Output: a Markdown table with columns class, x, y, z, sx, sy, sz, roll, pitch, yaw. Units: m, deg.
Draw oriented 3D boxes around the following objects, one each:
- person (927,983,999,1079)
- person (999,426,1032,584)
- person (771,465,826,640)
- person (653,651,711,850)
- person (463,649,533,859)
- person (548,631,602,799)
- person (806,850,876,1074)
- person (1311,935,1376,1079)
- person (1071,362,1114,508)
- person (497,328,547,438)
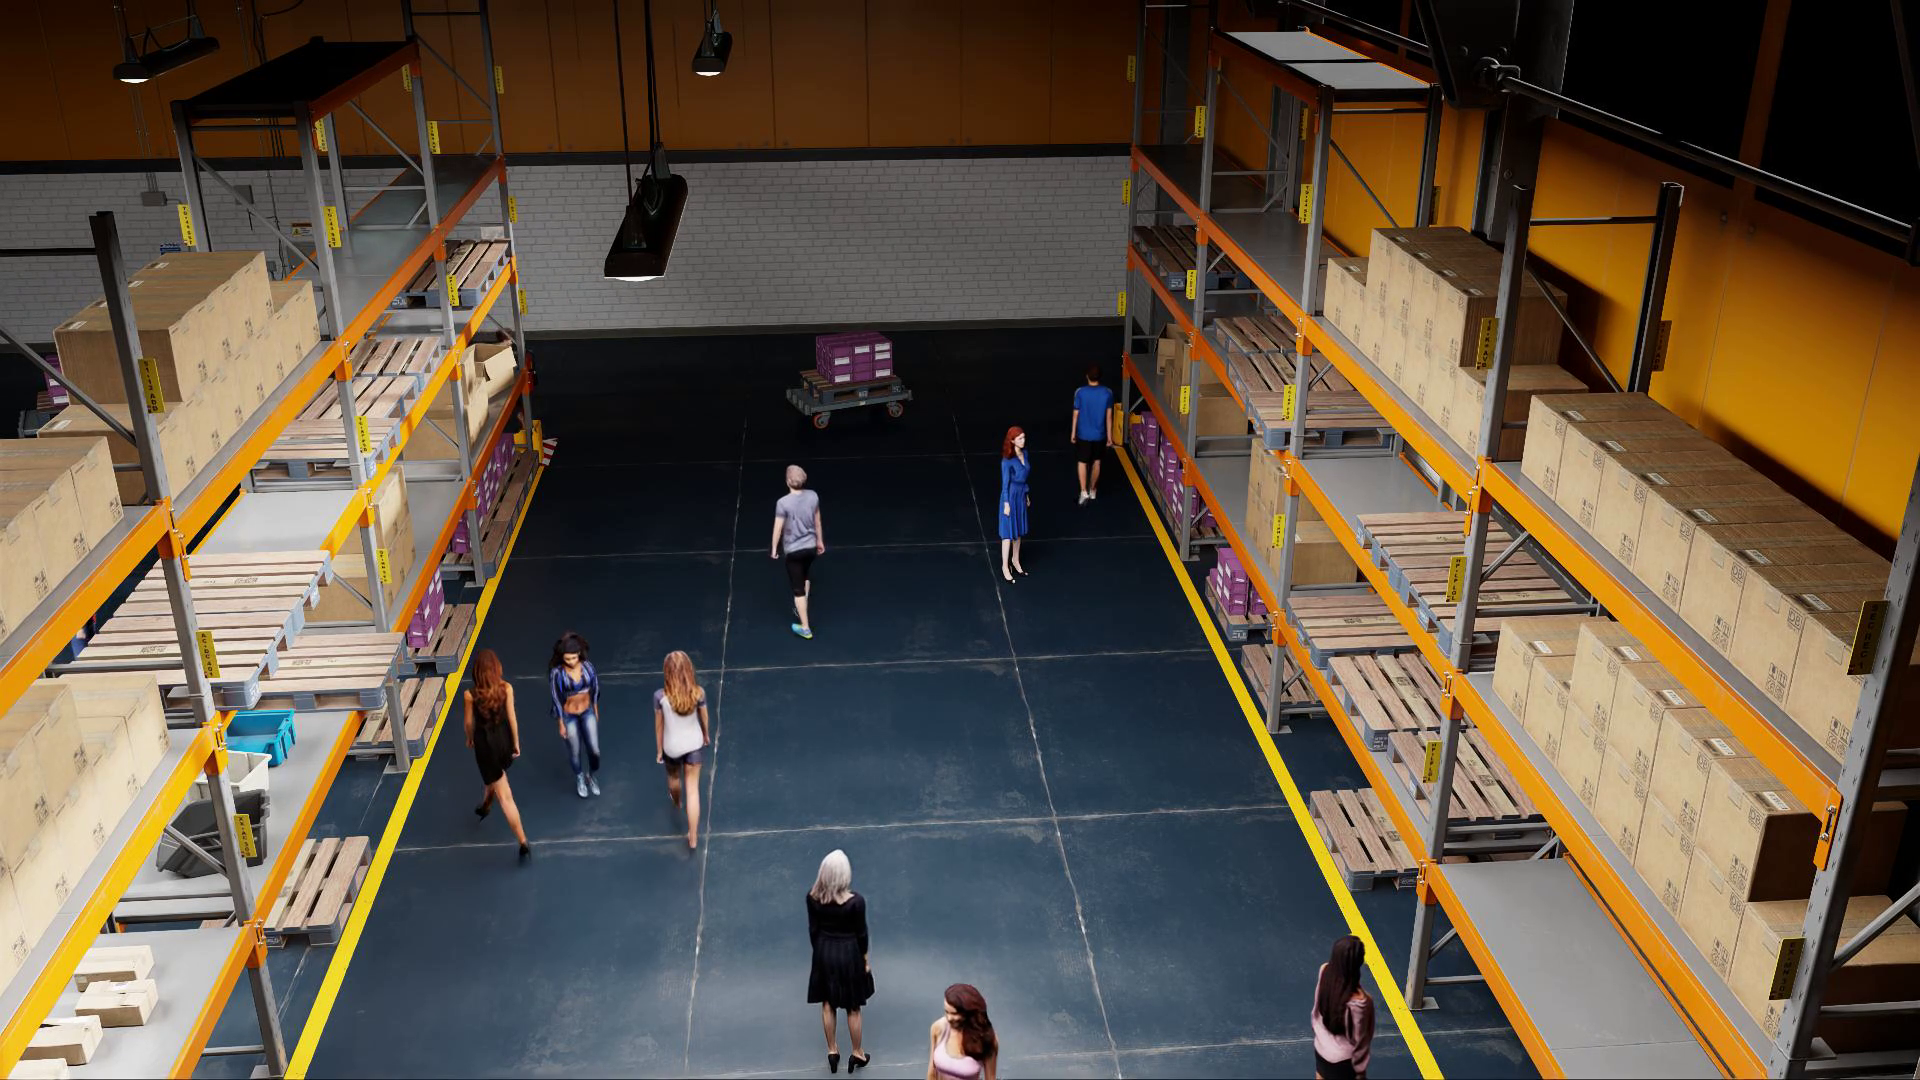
| class | x | y | z | sx | sy | sz | roll | pitch | yaw |
| --- | --- | --- | --- | --- | --- | --- | --- | --- | --- |
| person | 0.030 | 3.386 | 10.114 | 0.981 | 1.723 | 1.253 | 10 | 26 | 22 |
| person | 0.613 | -0.413 | 18.671 | 0.769 | 1.829 | 0.702 | 17 | 29 | 34 |
| person | -1.619 | 0.146 | 17.343 | 0.909 | 1.869 | 1.001 | -16 | 28 | -32 |
| person | -2.292 | 1.784 | 13.836 | 0.741 | 1.676 | 1.089 | -6 | 24 | -14 |
| person | -3.788 | 1.819 | 13.644 | 0.978 | 1.766 | 1.215 | -16 | 28 | -33 |
| person | -3.375 | 1.512 | 14.533 | 0.717 | 1.618 | 0.729 | -12 | 26 | -25 |
| person | -0.817 | 2.859 | 11.289 | 0.672 | 1.747 | 0.672 | 6 | 24 | 13 |
| person | 2.348 | 3.229 | 10.362 | 0.741 | 1.811 | 0.588 | -11 | 26 | -23 |
| person | 1.631 | -1.288 | 20.652 | 0.702 | 1.847 | 1.095 | -1 | 24 | -2 |
| person | -6.292 | -2.074 | 22.736 | 0.629 | 1.616 | 1.041 | -3 | 24 | -7 |
